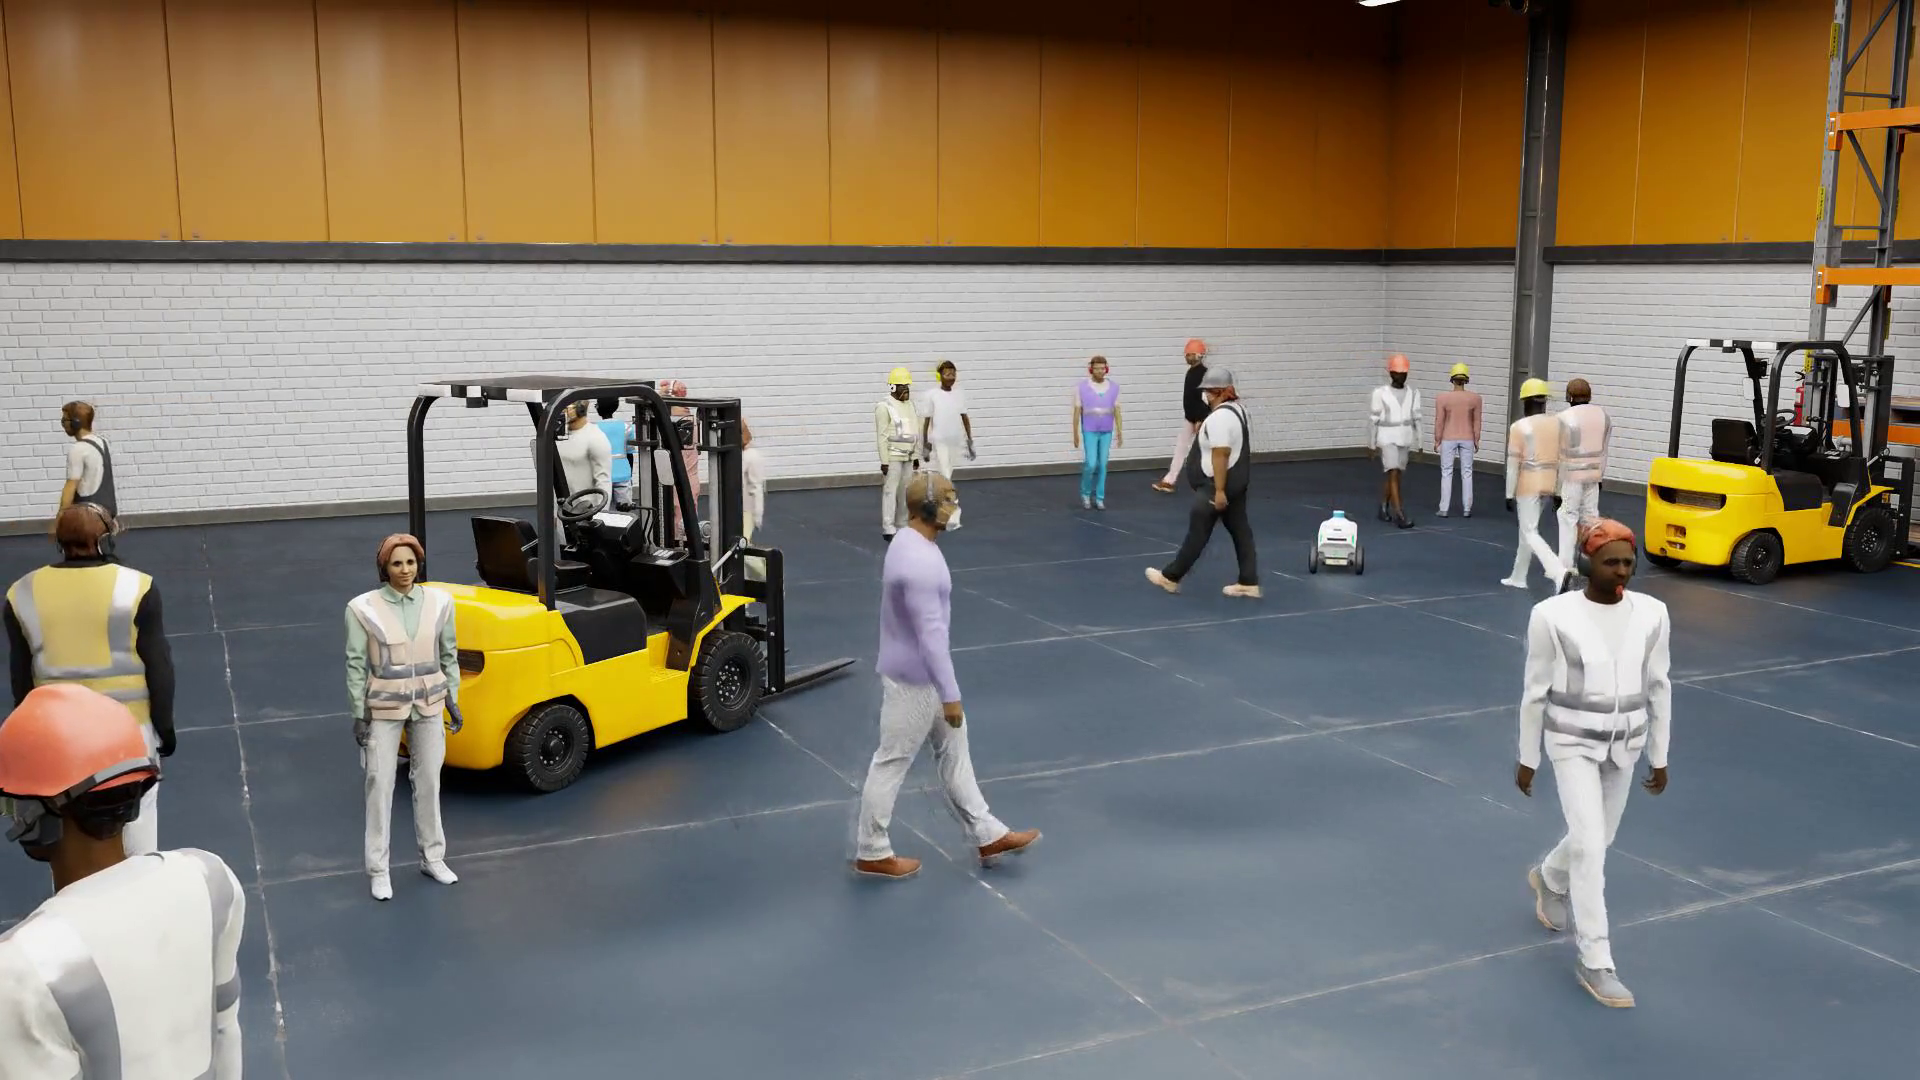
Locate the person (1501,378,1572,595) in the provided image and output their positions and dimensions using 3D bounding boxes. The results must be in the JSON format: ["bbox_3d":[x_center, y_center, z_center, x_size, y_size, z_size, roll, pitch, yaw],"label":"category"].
[{"bbox_3d":[5.018,-0.450,14.392,0.589,1.886,0.864,-4,10,-24],"label":"person"}]

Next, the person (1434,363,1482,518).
[{"bbox_3d":[5.649,-1.124,18.910,0.525,1.769,0.315,1,9,4],"label":"person"}]

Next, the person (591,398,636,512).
[{"bbox_3d":[-3.302,-0.571,15.680,0.536,1.700,0.318,-7,12,-39],"label":"person"}]

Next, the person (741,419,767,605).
[{"bbox_3d":[-1.788,-0.209,13.688,0.422,1.622,0.508,-9,13,-44],"label":"person"}]

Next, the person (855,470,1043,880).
[{"bbox_3d":[-0.051,0.633,7.585,0.956,1.897,0.660,0,9,-1],"label":"person"}]

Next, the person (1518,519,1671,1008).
[{"bbox_3d":[2.510,0.813,6.667,0.585,1.850,0.937,-1,9,-7],"label":"person"}]

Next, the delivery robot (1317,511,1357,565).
[{"bbox_3d":[3.538,-0.029,15.570,0.477,0.478,0.707,2,10,14],"label":"delivery robot"}]

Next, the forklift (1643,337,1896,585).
[{"bbox_3d":[7.551,-0.789,15.507,2.313,2.155,1.214,-4,10,-25],"label":"forklift"}]

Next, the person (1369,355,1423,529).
[{"bbox_3d":[4.825,-1.089,18.331,0.561,1.884,0.980,-2,9,-11],"label":"person"}]

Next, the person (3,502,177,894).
[{"bbox_3d":[-3.654,0.752,7.070,0.634,1.847,0.429,-1,9,-8],"label":"person"}]

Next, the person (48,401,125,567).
[{"bbox_3d":[-6.821,-0.174,12.908,0.957,1.793,0.538,-1,9,-7],"label":"person"}]

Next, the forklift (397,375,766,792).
[{"bbox_3d":[-2.268,0.149,9.685,1.214,2.155,2.313,6,11,32],"label":"forklift"}]

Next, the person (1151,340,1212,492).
[{"bbox_3d":[2.967,-1.562,21.097,1.014,1.940,0.637,-3,10,-18],"label":"person"}]

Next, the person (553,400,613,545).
[{"bbox_3d":[-2.867,-0.187,12.557,0.627,1.941,0.372,8,12,42],"label":"person"}]

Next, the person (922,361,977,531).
[{"bbox_3d":[-0.078,-1.009,17.999,0.517,1.834,0.900,-6,11,-33],"label":"person"}]

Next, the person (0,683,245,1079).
[{"bbox_3d":[-1.617,1.275,3.170,0.387,2.041,0.615,2,9,13],"label":"person"}]

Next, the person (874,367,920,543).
[{"bbox_3d":[-0.628,-0.876,17.196,0.403,1.826,0.590,6,11,33],"label":"person"}]

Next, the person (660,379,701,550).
[{"bbox_3d":[-2.372,-0.381,13.861,0.406,1.911,0.636,0,9,1],"label":"person"}]

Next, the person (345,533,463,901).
[{"bbox_3d":[-2.496,0.777,7.498,0.515,1.641,0.314,-7,11,-37],"label":"person"}]

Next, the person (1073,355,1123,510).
[{"bbox_3d":[1.618,-1.249,19.509,0.566,1.828,0.463,-3,10,-17],"label":"person"}]

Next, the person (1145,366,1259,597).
[{"bbox_3d":[2.145,-0.526,14.346,1.011,2.000,0.712,5,10,27],"label":"person"}]

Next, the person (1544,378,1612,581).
[{"bbox_3d":[5.584,-0.546,15.099,0.624,1.841,0.430,-4,10,-22],"label":"person"}]
